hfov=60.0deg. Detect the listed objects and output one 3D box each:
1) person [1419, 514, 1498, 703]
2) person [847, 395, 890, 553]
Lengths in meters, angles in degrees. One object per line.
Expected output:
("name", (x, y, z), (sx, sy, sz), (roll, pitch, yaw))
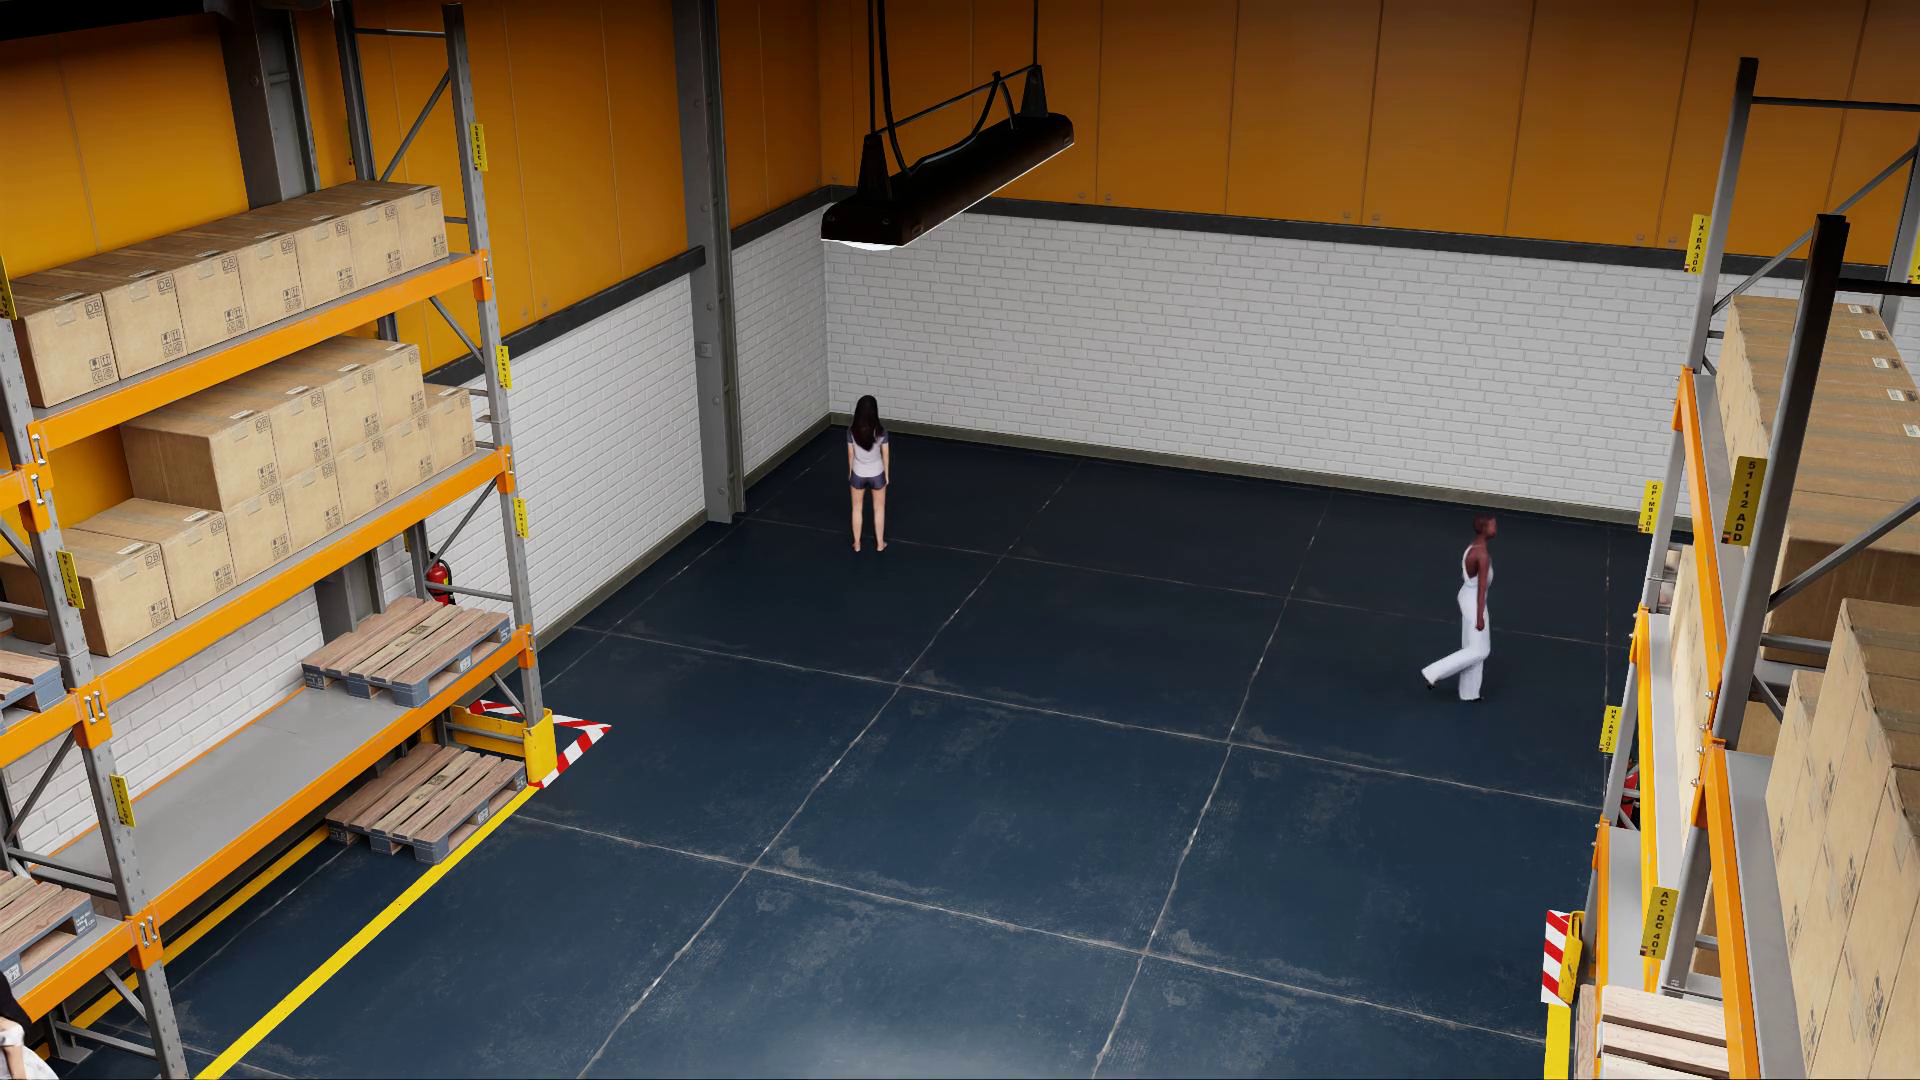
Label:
("person", (4.320, 0.618, 14.296), (0.789, 1.770, 0.837), (2, 24, 4))
("person", (-0.965, -0.696, 17.382), (0.654, 1.706, 0.634), (0, 24, -1))
